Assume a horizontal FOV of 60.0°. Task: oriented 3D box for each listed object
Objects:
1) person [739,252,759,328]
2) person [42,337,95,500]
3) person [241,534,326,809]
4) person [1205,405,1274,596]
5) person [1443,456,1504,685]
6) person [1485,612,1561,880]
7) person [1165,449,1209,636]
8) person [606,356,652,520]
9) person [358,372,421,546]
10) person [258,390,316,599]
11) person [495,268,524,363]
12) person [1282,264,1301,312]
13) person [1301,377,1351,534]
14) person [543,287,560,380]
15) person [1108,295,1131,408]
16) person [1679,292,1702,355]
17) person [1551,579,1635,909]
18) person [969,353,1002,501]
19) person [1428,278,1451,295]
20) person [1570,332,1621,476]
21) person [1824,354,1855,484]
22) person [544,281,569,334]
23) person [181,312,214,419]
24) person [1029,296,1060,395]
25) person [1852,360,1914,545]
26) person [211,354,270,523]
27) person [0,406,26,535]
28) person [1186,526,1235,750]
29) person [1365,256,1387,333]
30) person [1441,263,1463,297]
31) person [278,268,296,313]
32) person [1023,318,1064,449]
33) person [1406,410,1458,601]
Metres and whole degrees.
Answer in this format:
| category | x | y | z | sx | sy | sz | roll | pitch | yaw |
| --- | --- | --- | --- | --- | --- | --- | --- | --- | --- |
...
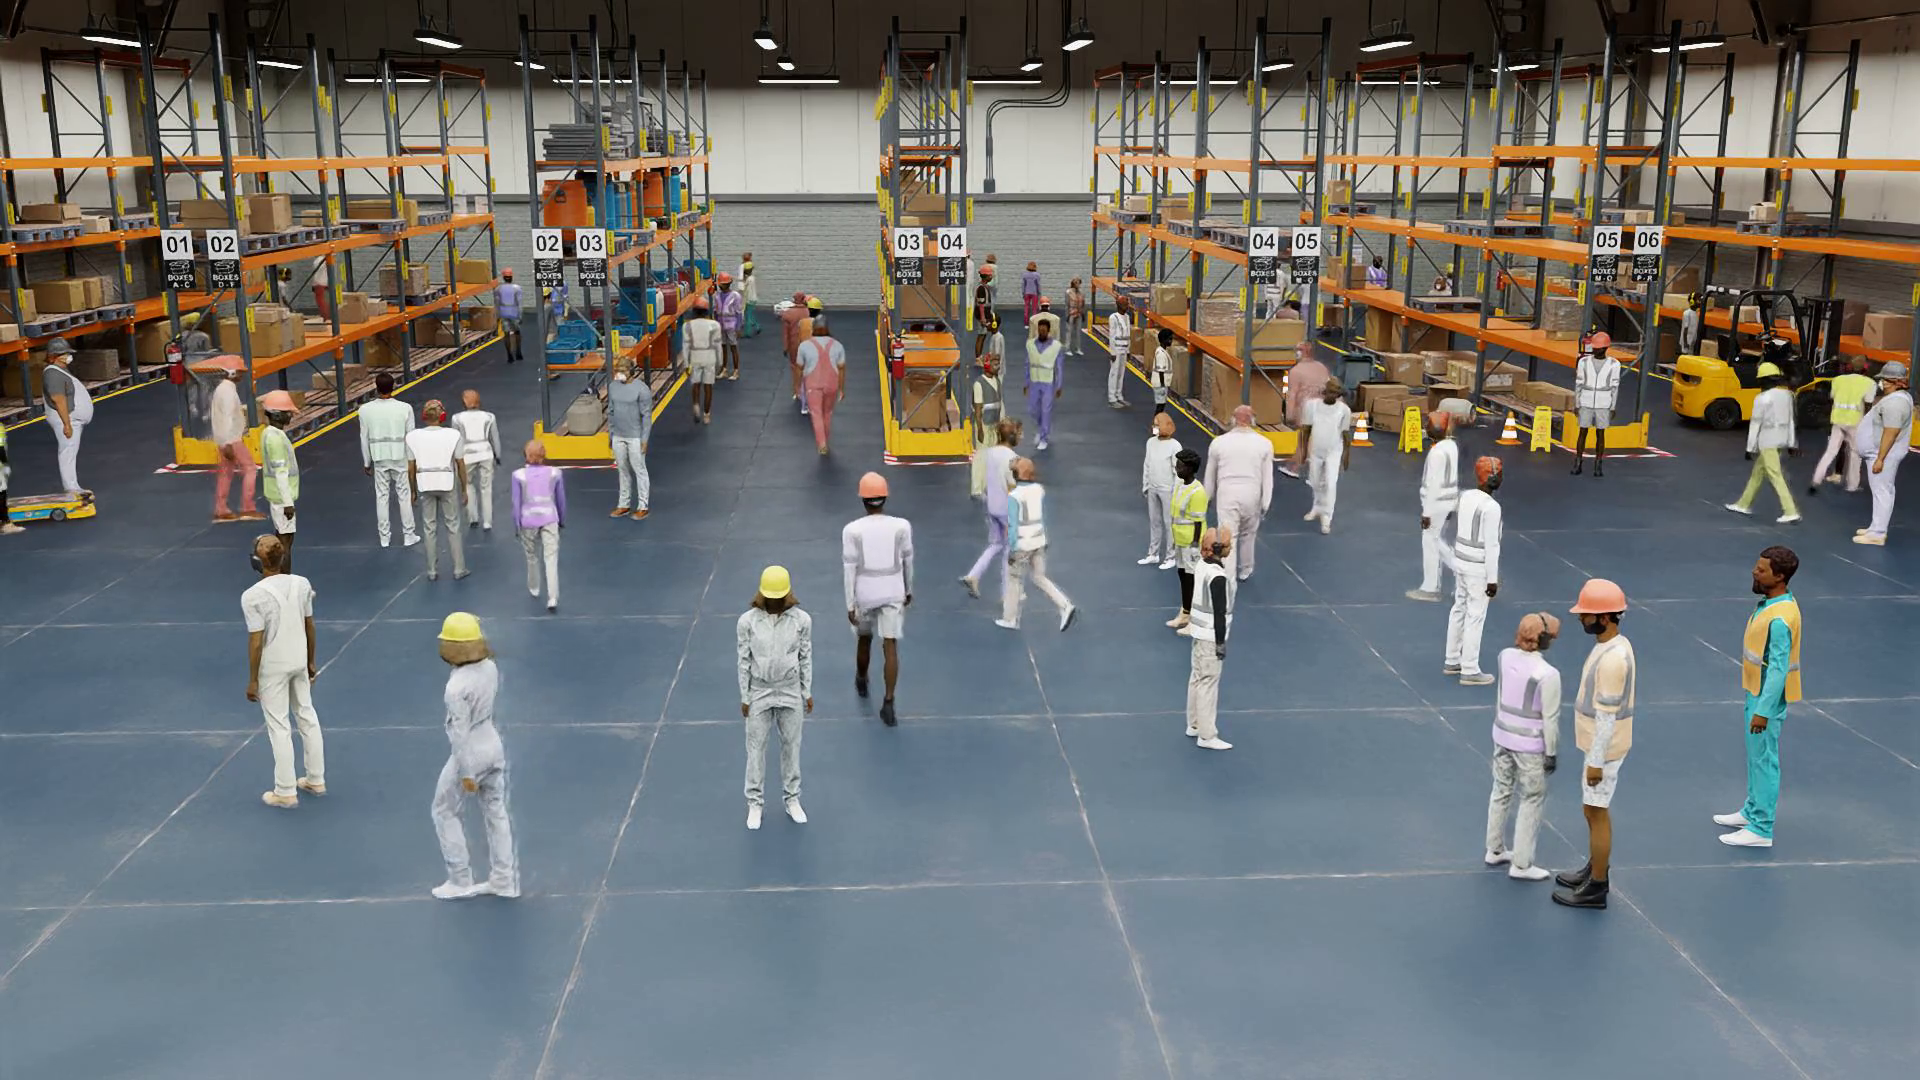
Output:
| category | x | y | z | sx | sy | sz | roll | pitch | yaw |
| --- | --- | --- | --- | --- | --- | --- | --- | --- | --- |
| person | -5.186 | -6.102 | 40.605 | 0.454 | 1.866 | 0.575 | -4 | 14 | -17 |
| person | -11.034 | -1.500 | 20.622 | 0.538 | 2.000 | 0.683 | -7 | 15 | -29 |
| person | -4.495 | 0.863 | 11.029 | 0.328 | 1.844 | 0.513 | 8 | 15 | 30 |
| person | 2.742 | -0.407 | 16.403 | 0.661 | 1.844 | 1.033 | 3 | 14 | 11 |
| person | 4.221 | 0.244 | 13.601 | 0.354 | 1.877 | 0.574 | -2 | 13 | -10 |
| person | 3.370 | 1.225 | 9.966 | 0.314 | 1.630 | 0.516 | -5 | 14 | -22 |
| person | 2.053 | 0.015 | 14.959 | 0.319 | 1.693 | 0.535 | -3 | 14 | -14 |
| person | -3.898 | -1.204 | 19.590 | 0.631 | 1.939 | 0.372 | 7 | 15 | 27 |
| person | -6.245 | -0.877 | 18.248 | 0.596 | 1.916 | 0.380 | -2 | 13 | -8 |
| person | -6.532 | -0.432 | 16.093 | 0.372 | 2.045 | 0.605 | -7 | 15 | -28 |
| person | -9.217 | -4.619 | 34.101 | 0.551 | 1.905 | 0.792 | -2 | 13 | -7 |
| person | 7.503 | -5.356 | 37.434 | 0.526 | 1.823 | 0.926 | 5 | 14 | 21 |
| person | 4.215 | -1.002 | 19.051 | 0.554 | 1.813 | 0.762 | 7 | 15 | 28 |
| person | -7.782 | -3.897 | 31.386 | 0.342 | 1.756 | 0.518 | -1 | 13 | -4 |
| person | 2.700 | -3.177 | 28.066 | 0.353 | 1.883 | 0.573 | 9 | 16 | 32 |
| person | 12.690 | -3.370 | 28.911 | 0.328 | 1.872 | 0.509 | 10 | 16 | 36 |
| person | 3.656 | 1.166 | 9.584 | 0.392 | 1.925 | 0.548 | 5 | 14 | 19 |
| person | 0.323 | -1.415 | 20.715 | 0.383 | 1.836 | 0.561 | 7 | 15 | 27 |
| person | 10.115 | -4.726 | 35.162 | 0.504 | 1.631 | 0.279 | 7 | 15 | 26 |
| person | 8.466 | -1.807 | 22.160 | 0.542 | 1.931 | 0.375 | 6 | 15 | 25 |
| person | 11.575 | -1.570 | 21.655 | 0.540 | 1.695 | 0.317 | -2 | 13 | -9 |
| person | -8.273 | -4.631 | 33.882 | 0.609 | 2.043 | 0.376 | 1 | 13 | 4 |
| person | -12.282 | -2.814 | 26.856 | 0.501 | 1.727 | 0.380 | 0 | 13 | 0 |
| person | 1.491 | -3.446 | 29.496 | 0.564 | 1.748 | 0.342 | -1 | 13 | -5 |
| person | 10.176 | -0.973 | 18.390 | 0.538 | 2.000 | 0.684 | 9 | 16 | 34 |
| person | -8.428 | -1.178 | 19.413 | 0.741 | 1.960 | 0.647 | -8 | 15 | -30 |
| person | -10.871 | -0.832 | 18.571 | 0.557 | 1.675 | 0.673 | 11 | 17 | 38 |
| person | 1.831 | 0.704 | 12.144 | 0.314 | 1.640 | 0.516 | -2 | 13 | -7 |
| person | 9.798 | -5.779 | 39.202 | 0.616 | 1.835 | 0.429 | -7 | 15 | -27 |
| person | 10.928 | -5.303 | 37.231 | 0.603 | 1.809 | 0.758 | 0 | 13 | 1 |
| person | -14.356 | -4.867 | 35.332 | 0.535 | 1.830 | 0.546 | -6 | 14 | -23 |
| person | 1.203 | -2.267 | 24.157 | 0.633 | 1.902 | 0.456 | 6 | 15 | 24 |
| person | 4.639 | -0.314 | 15.959 | 0.517 | 1.872 | 0.579 | 7 | 15 | 29 |
